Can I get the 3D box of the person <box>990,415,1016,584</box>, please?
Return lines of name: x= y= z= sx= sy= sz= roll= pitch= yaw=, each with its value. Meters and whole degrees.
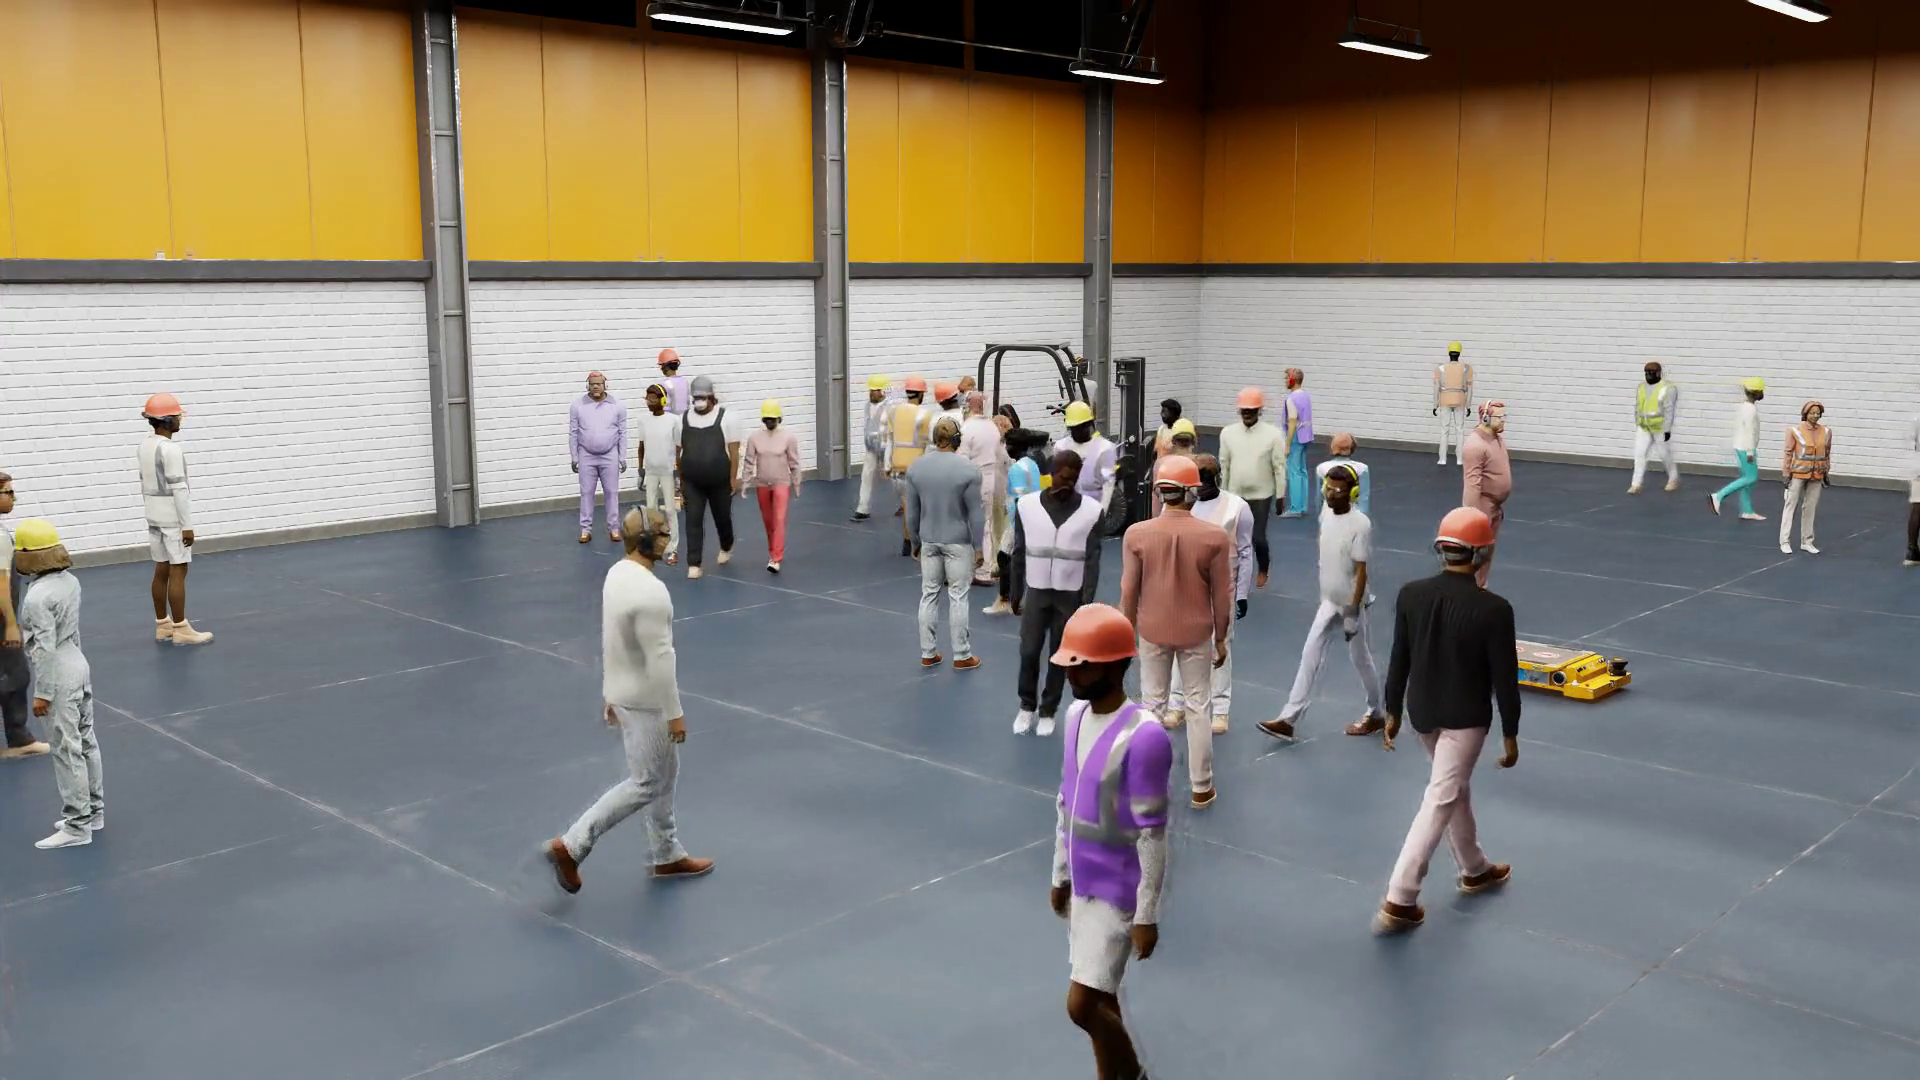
person: x=0.389 y=-0.394 z=16.084 sx=0.285 sy=1.633 sz=0.498 roll=-5 pitch=10 yaw=-27

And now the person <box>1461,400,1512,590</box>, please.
person: x=4.631 y=-0.287 z=14.633 sx=0.401 sy=1.902 sz=0.646 roll=7 pitch=11 yaw=35

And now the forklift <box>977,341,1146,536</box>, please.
forklift: x=0.977 y=-1.223 z=19.452 sx=2.313 sy=2.155 sz=1.214 roll=2 pitch=9 yaw=11

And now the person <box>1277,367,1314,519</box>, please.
person: x=4.104 y=-1.177 z=20.238 sx=0.372 sy=1.843 sz=0.570 roll=6 pitch=11 yaw=31

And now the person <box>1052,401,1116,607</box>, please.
person: x=1.049 y=-0.252 z=14.425 sx=0.578 sy=1.886 sz=0.801 roll=2 pitch=10 yaw=15

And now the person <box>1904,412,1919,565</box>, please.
person: x=10.136 y=-0.710 z=17.143 sx=0.958 sy=1.918 sz=0.611 roll=-5 pitch=11 yaw=-30

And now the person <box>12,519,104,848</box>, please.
person: x=-4.766 y=0.749 z=8.752 sx=0.313 sy=1.740 sz=0.486 roll=-1 pitch=9 yaw=-8

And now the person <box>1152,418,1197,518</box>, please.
person: x=1.925 y=-0.172 z=14.377 sx=0.539 sy=1.757 sz=0.383 roll=1 pitch=9 yaw=5

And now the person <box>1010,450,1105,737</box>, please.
person: x=0.626 y=0.351 z=10.753 sx=0.620 sy=1.882 sz=0.475 roll=1 pitch=9 yaw=5

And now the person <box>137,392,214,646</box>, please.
person: x=-6.368 y=-0.168 z=13.436 sx=0.608 sy=2.048 sz=0.369 roll=7 pitch=12 yaw=38

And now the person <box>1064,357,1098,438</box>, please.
person: x=1.602 y=-1.498 z=22.134 sx=0.513 sy=1.872 sz=0.328 roll=-7 pitch=12 yaw=-38

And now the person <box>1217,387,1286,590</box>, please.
person: x=2.664 y=-0.426 z=15.242 sx=0.636 sy=1.975 sz=0.550 roll=5 pitch=10 yaw=28

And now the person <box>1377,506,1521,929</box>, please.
person: x=2.301 y=0.810 z=7.758 sx=1.051 sy=1.944 sz=0.636 roll=-7 pitch=11 yaw=-35

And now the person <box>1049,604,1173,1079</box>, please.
person: x=0.469 y=1.163 z=5.636 sx=0.400 sy=1.926 sz=0.566 roll=-4 pitch=10 yaw=-24

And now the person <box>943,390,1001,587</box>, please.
person: x=0.021 y=-0.486 z=15.899 sx=0.714 sy=1.882 sz=0.674 roll=7 pitch=12 yaw=37

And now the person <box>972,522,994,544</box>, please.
person: x=0.247 y=-0.465 z=16.655 sx=0.763 sy=1.609 sz=0.526 roll=2 pitch=10 yaw=14

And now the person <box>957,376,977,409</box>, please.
person: x=0.157 y=-1.408 z=22.439 sx=0.853 sy=1.585 sz=0.512 roll=-9 pitch=13 yaw=-42

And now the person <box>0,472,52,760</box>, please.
person: x=-5.903 y=0.487 z=10.092 sx=0.614 sy=1.827 sz=0.532 roll=-8 pitch=12 yaw=-40

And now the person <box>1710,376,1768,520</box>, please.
person: x=9.443 y=-1.103 z=20.053 sx=0.573 sy=1.748 sz=0.539 roll=3 pitch=10 yaw=18

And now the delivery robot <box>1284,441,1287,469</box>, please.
delivery robot: x=4.829 y=-1.304 z=24.677 sx=0.477 sy=0.478 sz=0.707 roll=0 pitch=9 yaw=-2

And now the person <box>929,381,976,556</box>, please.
person: x=-0.029 y=-0.713 z=17.362 sx=0.591 sy=1.901 sz=0.657 roll=-1 pitch=9 yaw=-5

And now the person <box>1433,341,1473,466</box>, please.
person: x=7.595 y=-2.104 z=25.671 sx=0.589 sy=1.927 sz=0.386 roll=2 pitch=10 yaw=13

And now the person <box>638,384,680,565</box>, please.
person: x=-3.080 y=-0.673 z=17.095 sx=0.514 sy=1.864 sz=0.332 roll=2 pitch=9 yaw=12

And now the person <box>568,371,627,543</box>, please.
person: x=-4.011 y=-0.918 z=18.467 sx=0.642 sy=1.909 sz=0.410 roll=-2 pitch=9 yaw=-12

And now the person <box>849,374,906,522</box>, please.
person: x=-0.929 y=-1.125 z=20.130 sx=0.587 sy=1.788 sz=0.942 roll=8 pitch=12 yaw=41

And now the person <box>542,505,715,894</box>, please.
person: x=-1.617 y=0.782 z=8.039 sx=0.794 sy=1.915 sz=0.633 roll=-4 pitch=10 yaw=-21

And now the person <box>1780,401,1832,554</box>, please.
person: x=9.019 y=-0.665 z=17.728 sx=0.523 sy=1.638 sz=0.311 roll=-1 pitch=9 yaw=-4

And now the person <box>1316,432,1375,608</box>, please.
person: x=3.395 y=-0.146 z=14.628 sx=0.528 sy=1.597 sz=0.822 roll=7 pitch=11 yaw=35

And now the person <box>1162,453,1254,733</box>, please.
person: x=1.588 y=0.346 z=10.913 sx=0.635 sy=1.840 sz=0.429 roll=4 pitch=10 yaw=21

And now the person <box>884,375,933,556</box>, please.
person: x=-0.473 y=-0.804 z=17.734 sx=0.573 sy=1.912 sz=0.668 roll=5 pitch=11 yaw=30

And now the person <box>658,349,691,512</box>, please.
person: x=-3.609 y=-1.368 z=20.810 sx=0.386 sy=2.039 sz=0.615 roll=4 pitch=10 yaw=25

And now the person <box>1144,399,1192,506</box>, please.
person: x=2.268 y=-0.694 z=17.865 sx=0.863 sy=1.652 sz=0.540 roll=-4 pitch=10 yaw=-21

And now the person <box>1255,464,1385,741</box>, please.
person: x=2.387 y=0.416 z=10.588 sx=1.003 sy=1.808 sz=0.544 roll=-4 pitch=10 yaw=-25

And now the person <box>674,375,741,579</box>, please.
person: x=-2.511 y=-0.681 z=16.601 sx=0.676 sy=2.000 sz=0.929 roll=0 pitch=9 yaw=2

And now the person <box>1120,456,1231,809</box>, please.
person: x=1.209 y=0.524 z=9.365 sx=0.612 sy=1.990 sz=0.392 roll=2 pitch=9 yaw=10

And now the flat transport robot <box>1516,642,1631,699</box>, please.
flat transport robot: x=4.118 y=0.906 z=12.284 sx=1.431 sy=0.197 sz=0.652 roll=9 pitch=13 yaw=43

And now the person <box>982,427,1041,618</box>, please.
person: x=0.491 y=-0.143 z=14.431 sx=0.693 sy=1.663 sz=0.538 roll=5 pitch=10 yaw=26

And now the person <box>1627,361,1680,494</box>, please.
person: x=9.465 y=-1.535 z=22.575 sx=0.872 sy=1.809 sz=0.626 roll=-7 pitch=12 yaw=-37

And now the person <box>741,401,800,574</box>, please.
person: x=-1.895 y=-0.530 z=16.667 sx=0.541 sy=1.731 sz=0.883 roll=2 pitch=9 yaw=9

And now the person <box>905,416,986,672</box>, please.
person: x=-0.100 y=0.031 z=12.543 sx=0.635 sy=1.938 sz=0.359 roll=4 pitch=10 yaw=23
